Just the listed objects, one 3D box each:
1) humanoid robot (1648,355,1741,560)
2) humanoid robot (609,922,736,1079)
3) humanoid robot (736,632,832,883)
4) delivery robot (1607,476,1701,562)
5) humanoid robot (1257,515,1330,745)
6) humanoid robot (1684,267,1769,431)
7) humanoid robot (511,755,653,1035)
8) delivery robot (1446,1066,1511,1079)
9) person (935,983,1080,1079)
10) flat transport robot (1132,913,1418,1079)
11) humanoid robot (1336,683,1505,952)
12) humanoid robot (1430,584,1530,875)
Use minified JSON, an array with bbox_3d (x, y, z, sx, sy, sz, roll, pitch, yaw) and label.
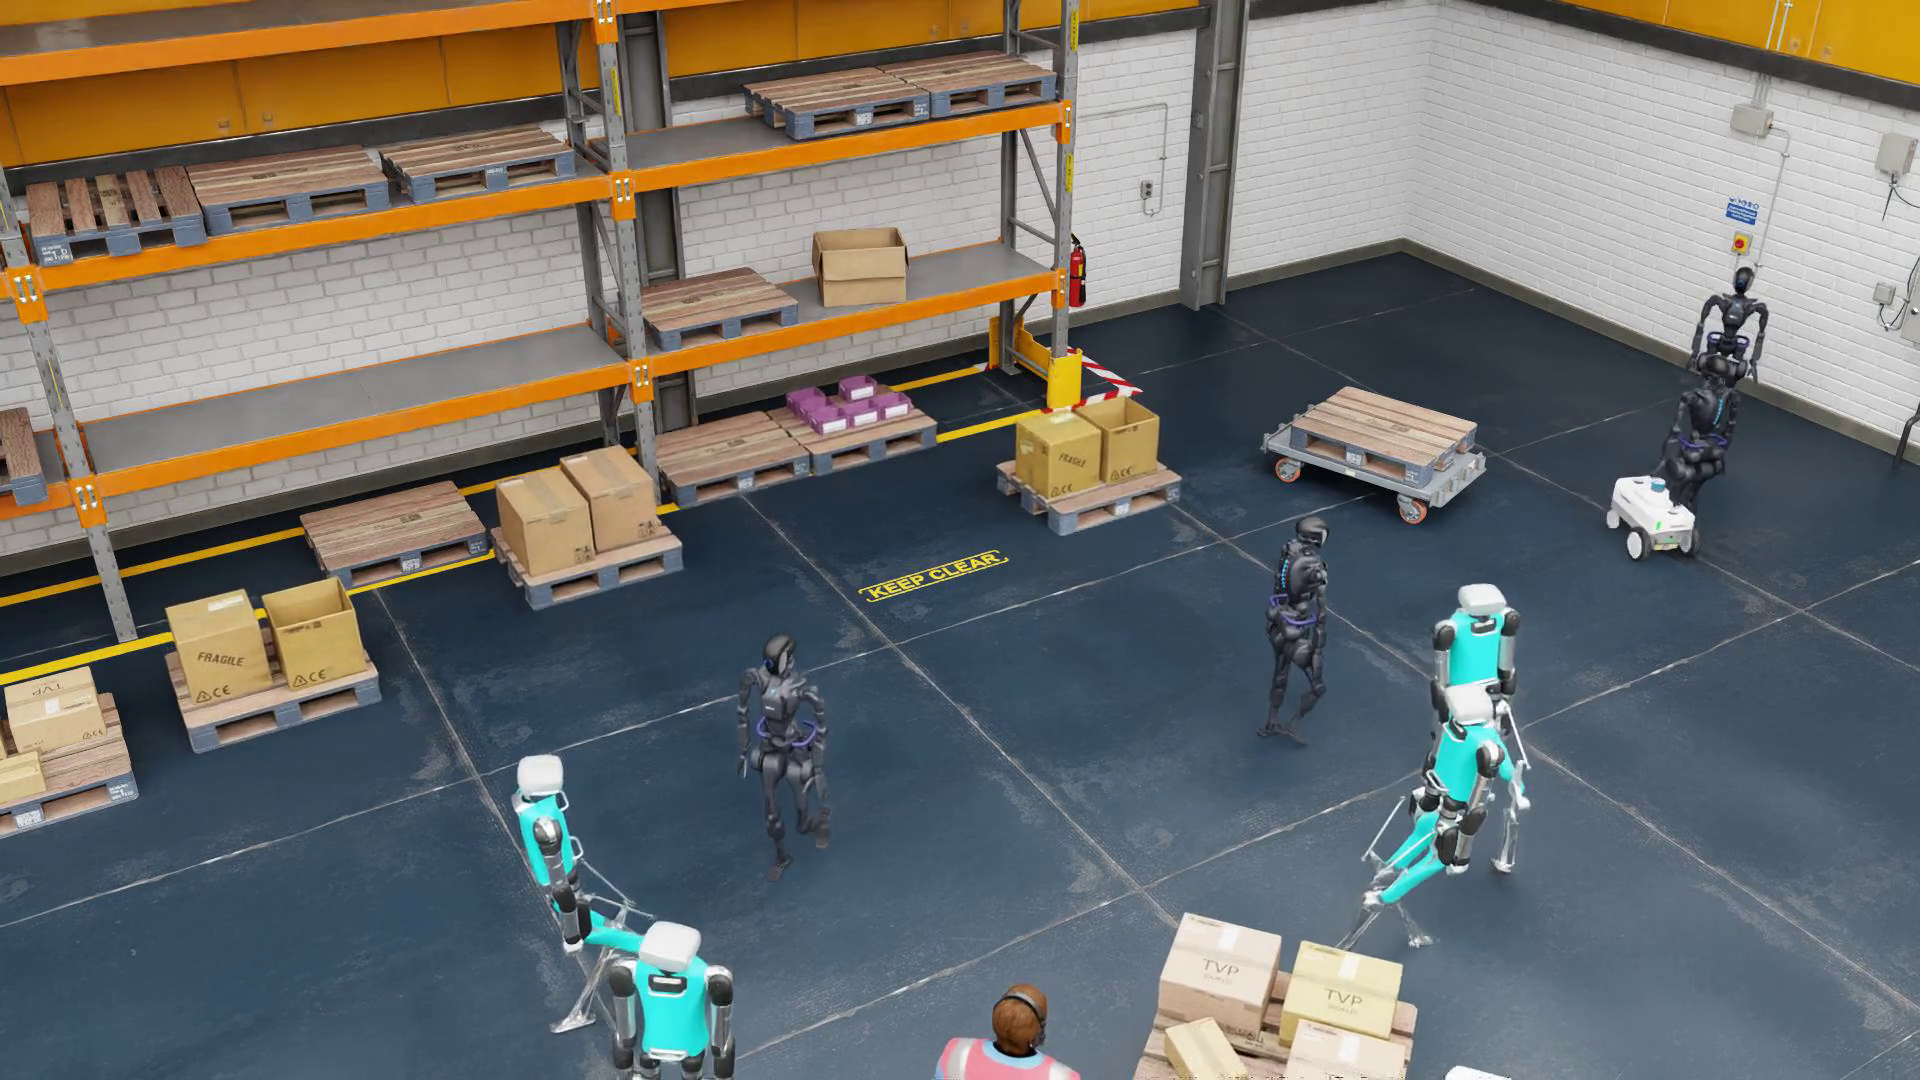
[{"bbox_3d":[5.580,-0.643,12.680,0.612,1.656,0.358,-7,30,-12],"label":"humanoid robot"},{"bbox_3d":[-1.246,2.497,7.088,0.551,1.732,1.059,3,30,5],"label":"humanoid robot"},{"bbox_3d":[-0.973,1.185,9.442,0.590,1.641,0.464,11,31,19],"label":"humanoid robot"},{"bbox_3d":[5.424,-0.178,13.011,0.499,0.608,0.786,-4,30,-8],"label":"delivery robot"},{"bbox_3d":[2.129,0.560,10.553,0.340,1.651,0.615,-10,31,-17],"label":"humanoid robot"},{"bbox_3d":[6.652,-1.606,14.454,0.601,1.651,0.781,14,32,23],"label":"humanoid robot"},{"bbox_3d":[-1.708,1.769,8.383,0.912,1.793,0.547,-13,32,-21],"label":"humanoid robot"},{"bbox_3d":[2.377,2.821,7.708,0.499,0.612,0.814,10,31,18],"label":"delivery robot"},{"bbox_3d":[0.213,2.562,6.855,0.629,1.836,0.431,10,31,17],"label":"person"},{"bbox_3d":[1.531,2.715,8.169,0.659,0.231,1.431,10,31,18],"label":"flat transport robot"},{"bbox_3d":[2.280,1.576,8.752,0.879,1.816,0.554,-6,30,-11],"label":"humanoid robot"},{"bbox_3d":[3.022,1.173,9.445,0.554,1.742,1.044,-9,31,-15],"label":"humanoid robot"}]
